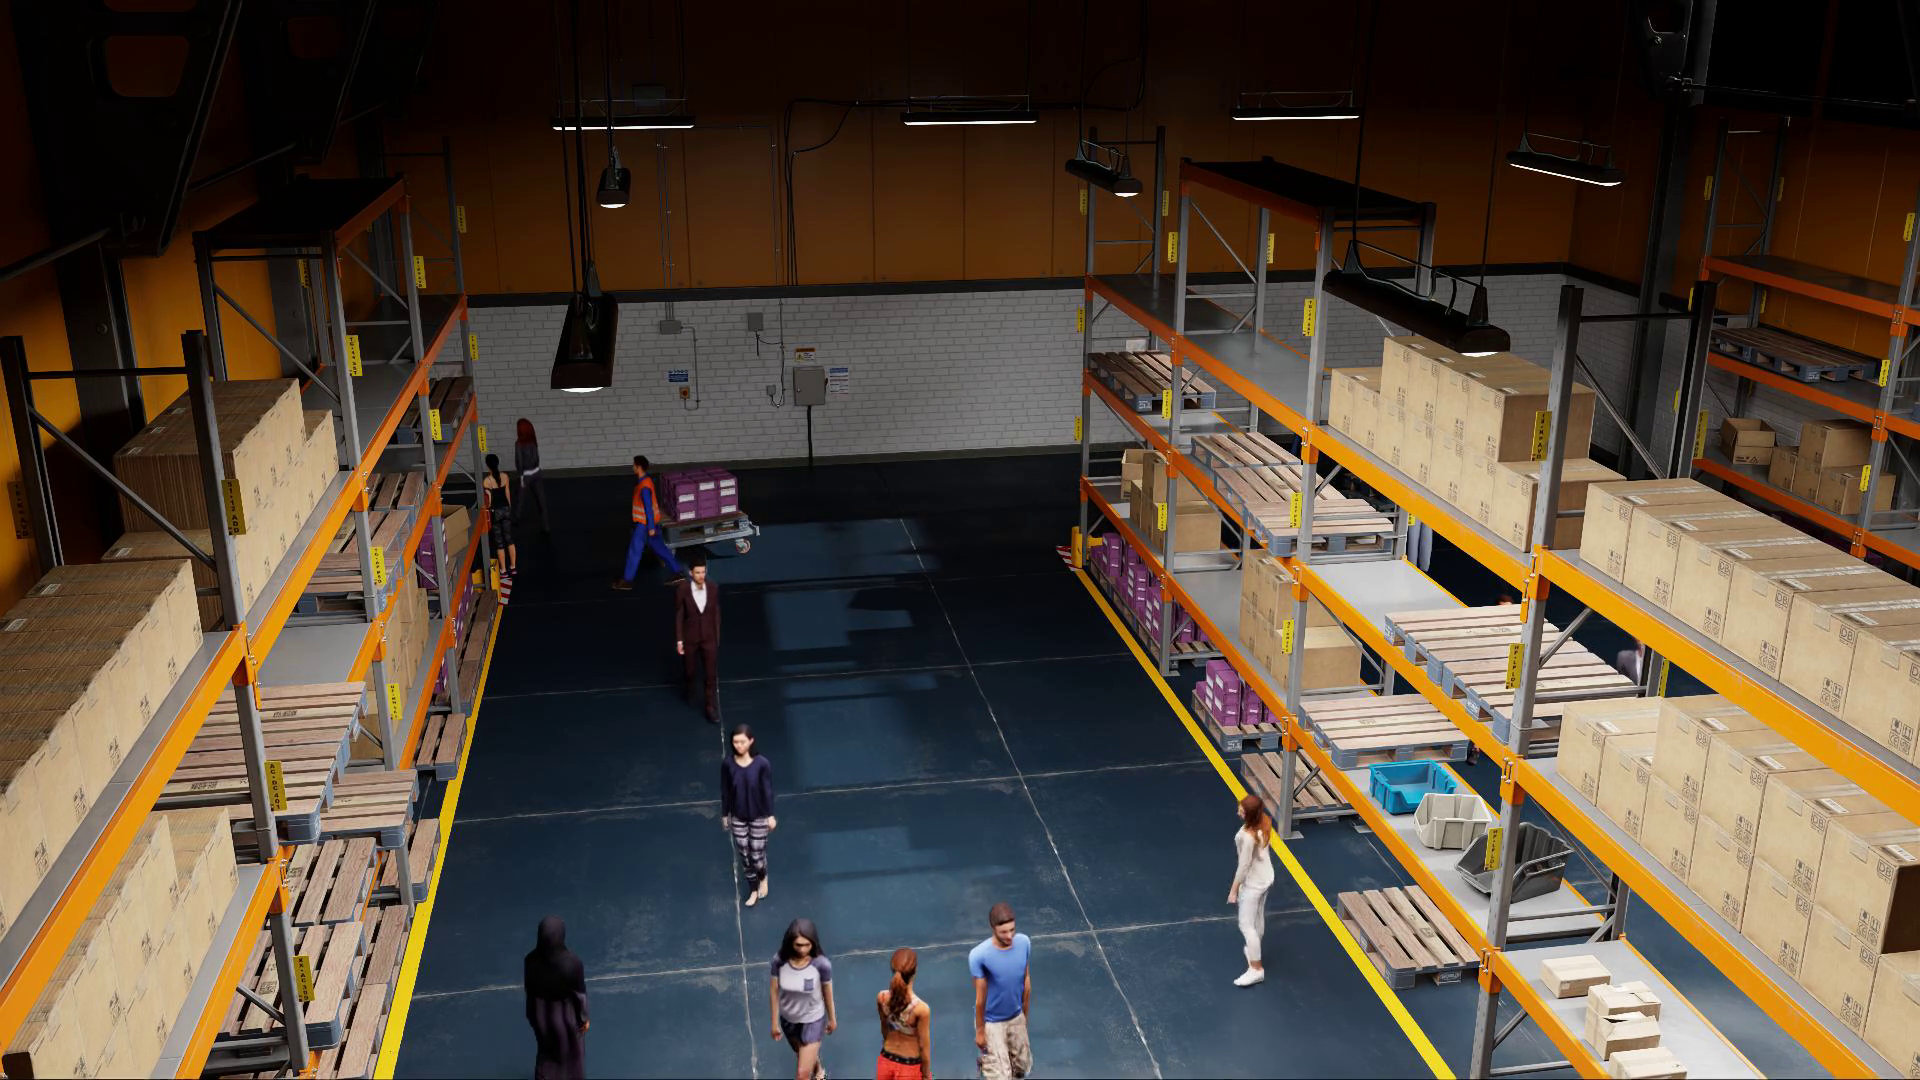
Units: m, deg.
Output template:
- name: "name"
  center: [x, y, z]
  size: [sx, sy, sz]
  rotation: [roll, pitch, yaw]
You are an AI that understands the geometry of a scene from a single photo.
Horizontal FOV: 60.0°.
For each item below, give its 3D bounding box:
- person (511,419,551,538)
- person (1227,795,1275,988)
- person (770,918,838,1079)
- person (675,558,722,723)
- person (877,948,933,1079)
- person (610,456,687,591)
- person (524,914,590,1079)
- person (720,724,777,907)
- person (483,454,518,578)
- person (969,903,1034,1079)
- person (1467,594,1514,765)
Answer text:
- name: "person"
  center: [-6.226, -0.870, 24.297]
  size: [1.090, 1.737, 1.016]
  rotation: [13, 23, 34]
- name: "person"
  center: [2.426, 2.773, 13.573]
  size: [0.797, 1.677, 0.871]
  rotation: [-16, 25, -40]
- name: "person"
  center: [-1.095, 3.370, 11.835]
  size: [0.910, 1.655, 1.191]
  rotation: [4, 19, 13]
- name: "person"
  center: [-2.910, 1.063, 18.383]
  size: [0.800, 1.848, 1.085]
  rotation: [-7, 20, -20]
- name: "person"
  center: [-0.421, 3.580, 11.033]
  size: [0.723, 1.769, 0.790]
  rotation: [8, 20, 23]
- name: "person"
  center: [-4.085, -0.204, 22.207]
  size: [0.759, 1.808, 1.152]
  rotation: [-4, 19, -12]
- name: "person"
  center: [-2.890, 3.410, 11.793]
  size: [0.731, 1.606, 0.851]
  rotation: [2, 19, 7]
- name: "person"
  center: [-1.829, 2.382, 14.660]
  size: [0.729, 1.725, 0.741]
  rotation: [4, 19, 12]
- name: "person"
  center: [-6.293, -0.339, 22.737]
  size: [0.697, 1.727, 0.650]
  rotation: [15, 24, 37]
- name: "person"
  center: [0.238, 3.322, 11.689]
  size: [0.819, 1.838, 1.020]
  rotation: [-10, 21, -27]
- name: "person"
  center: [5.568, 1.436, 17.257]
  size: [0.692, 1.859, 0.637]
  rotation: [3, 19, 8]
